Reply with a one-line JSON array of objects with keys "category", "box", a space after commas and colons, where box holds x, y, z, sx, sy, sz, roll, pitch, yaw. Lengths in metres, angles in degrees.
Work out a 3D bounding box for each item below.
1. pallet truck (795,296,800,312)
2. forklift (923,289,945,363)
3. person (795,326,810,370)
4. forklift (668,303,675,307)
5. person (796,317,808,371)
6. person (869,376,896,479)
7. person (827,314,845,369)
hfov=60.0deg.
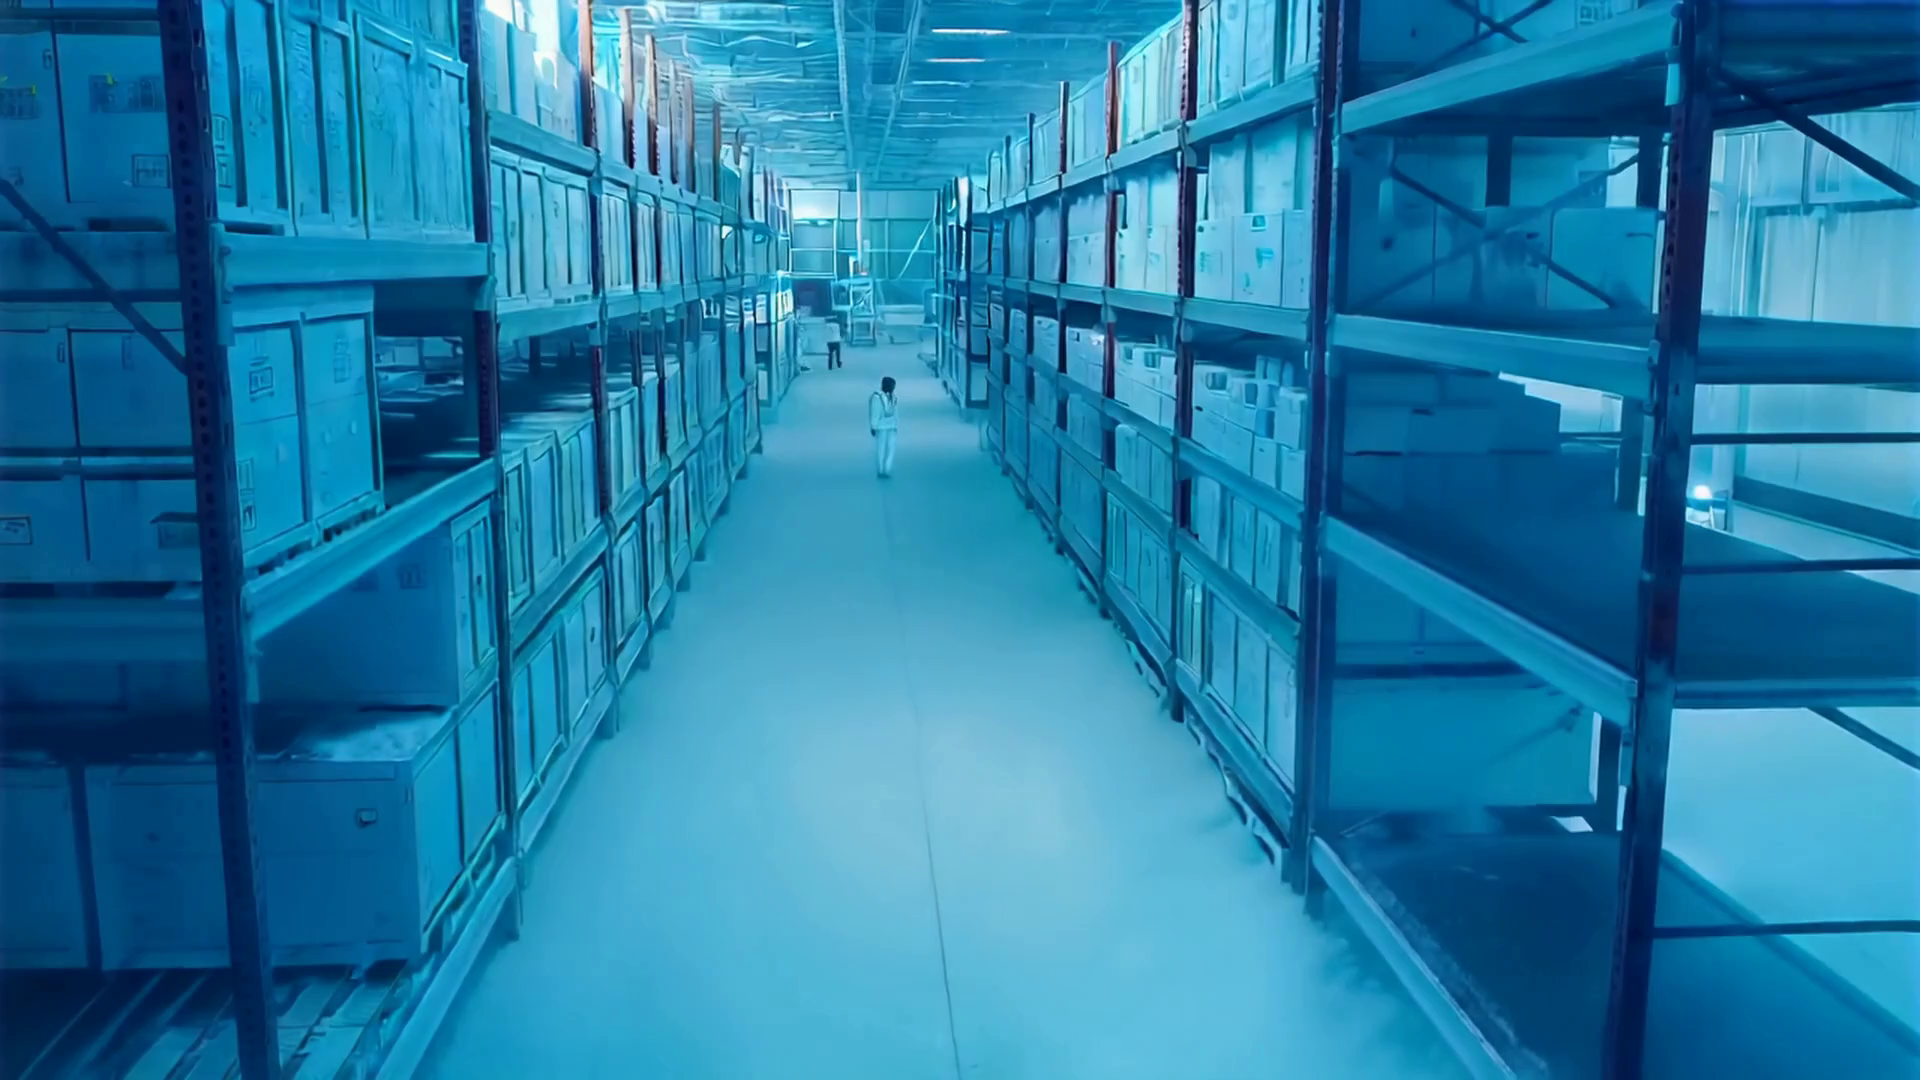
[{"category": "pallet truck", "box": [-8.622, -12.439, 91.403, 1.885, 1.965, 0.823, 2, 10, 13]}, {"category": "forklift", "box": [-0.818, -8.143, 63.109, 1.129, 2.768, 1.873, -1, 10, -3]}, {"category": "person", "box": [-5.681, -6.743, 58.614, 0.865, 1.582, 0.568, 1, 10, 7]}, {"category": "forklift", "box": [-11.138, -8.438, 64.870, 1.873, 2.768, 1.129, -1, 10, -4]}, {"category": "person", "box": [-5.703, -6.862, 58.333, 0.829, 1.910, 0.662, -1, 10, -8]}, {"category": "person", "box": [-1.408, -2.011, 29.658, 0.488, 1.833, 0.748, 8, 12, 39]}, {"category": "person", "box": [-4.463, -7.114, 59.674, 0.796, 1.963, 0.665, 9, 13, 42]}]
